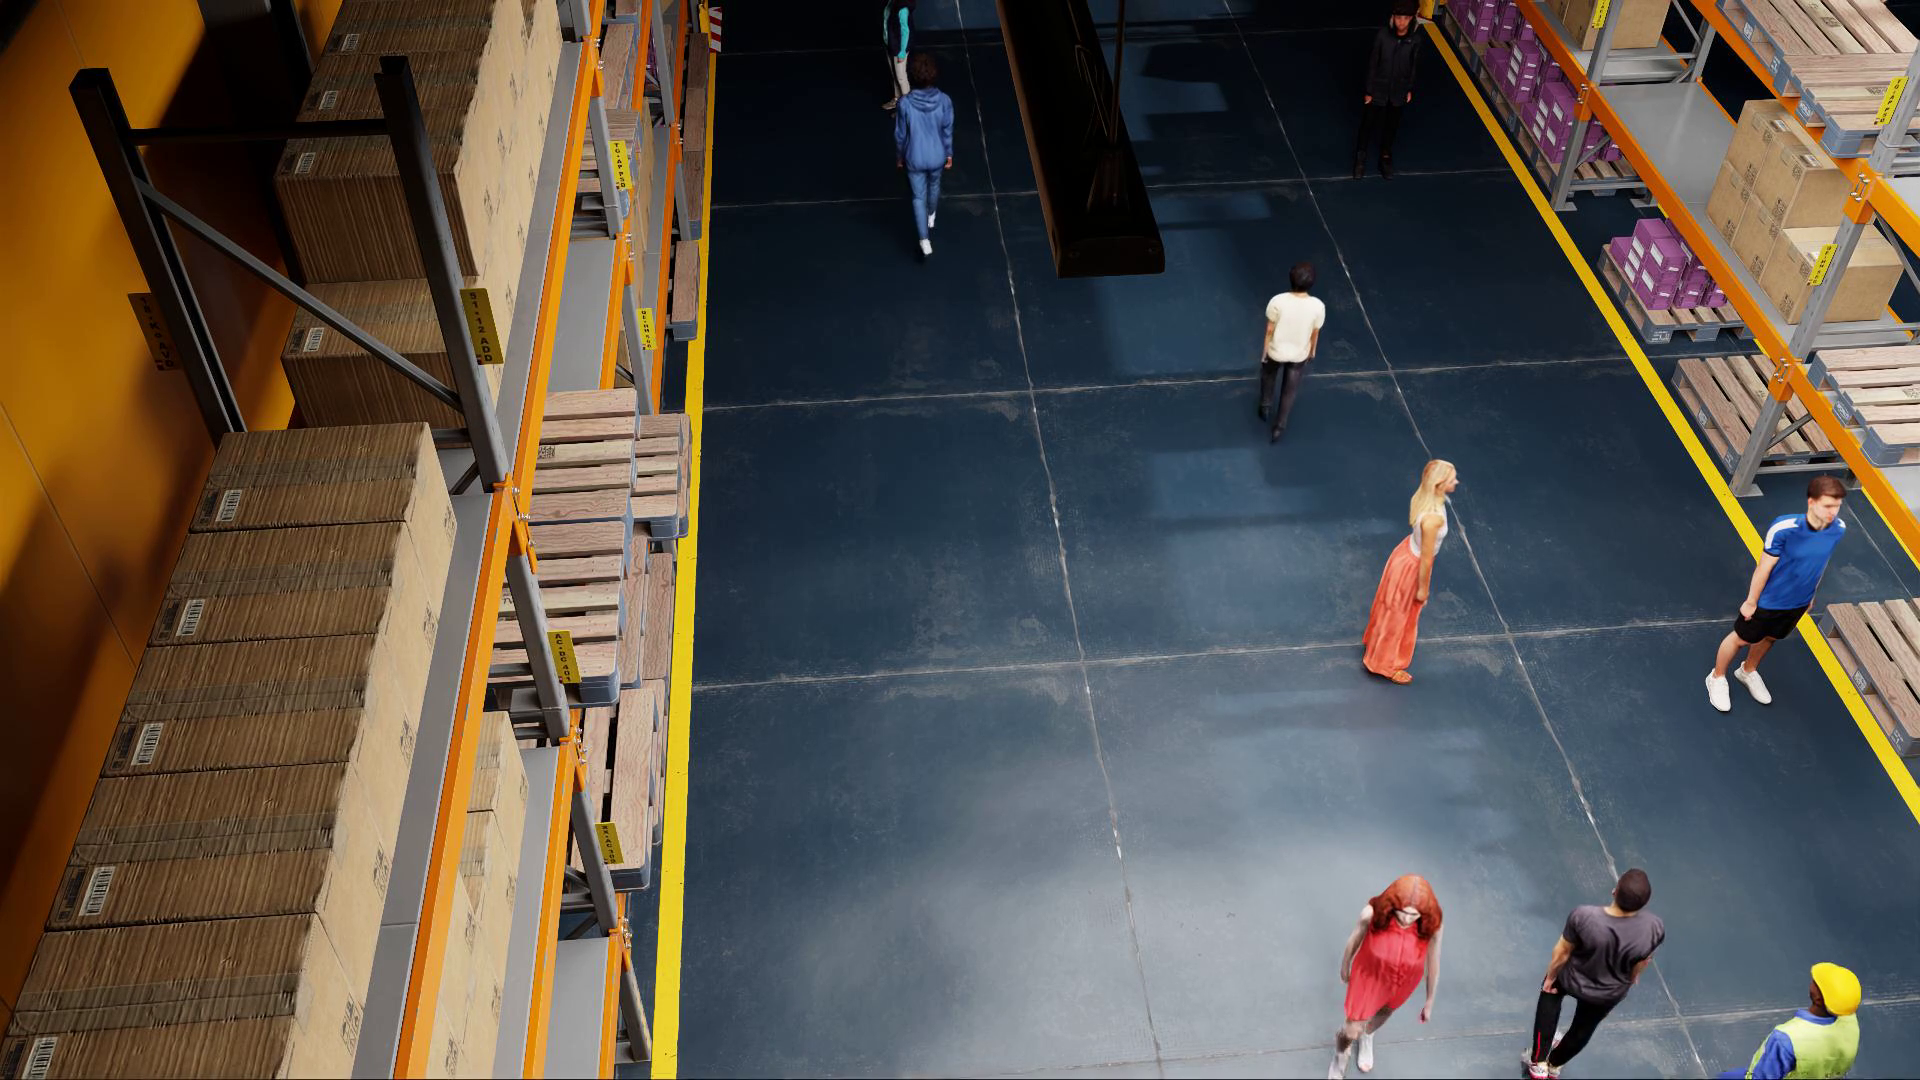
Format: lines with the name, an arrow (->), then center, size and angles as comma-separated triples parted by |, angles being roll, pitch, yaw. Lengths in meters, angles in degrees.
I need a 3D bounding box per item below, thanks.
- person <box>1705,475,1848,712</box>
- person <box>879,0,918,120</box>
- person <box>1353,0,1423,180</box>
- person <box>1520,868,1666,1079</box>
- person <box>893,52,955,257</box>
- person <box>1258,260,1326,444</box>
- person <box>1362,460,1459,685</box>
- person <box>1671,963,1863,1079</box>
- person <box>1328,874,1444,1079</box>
person -> 5.237, 0.326, 10.618 | 0.665, 1.864, 0.598 | -8, 44, -8
person -> -0.616, -4.879, 16.346 | 0.721, 1.499, 0.624 | -18, 47, -18
person -> 3.980, -4.209, 15.441 | 0.650, 1.779, 0.614 | 2, 44, 2
person -> 3.260, 2.331, 8.594 | 0.767, 1.753, 0.805 | 12, 45, 13
person -> -0.305, -3.318, 14.508 | 0.736, 1.775, 1.153 | -7, 44, -7
person -> 2.483, -1.377, 12.615 | 0.685, 1.575, 0.760 | 6, 44, 6
person -> 2.940, 0.181, 10.815 | 0.762, 1.802, 0.634 | 10, 45, 10
person -> 4.074, 2.748, 8.139 | 0.760, 1.778, 1.236 | -8, 44, -9
person -> 2.221, 2.210, 8.679 | 0.687, 1.811, 0.709 | 5, 44, 5
